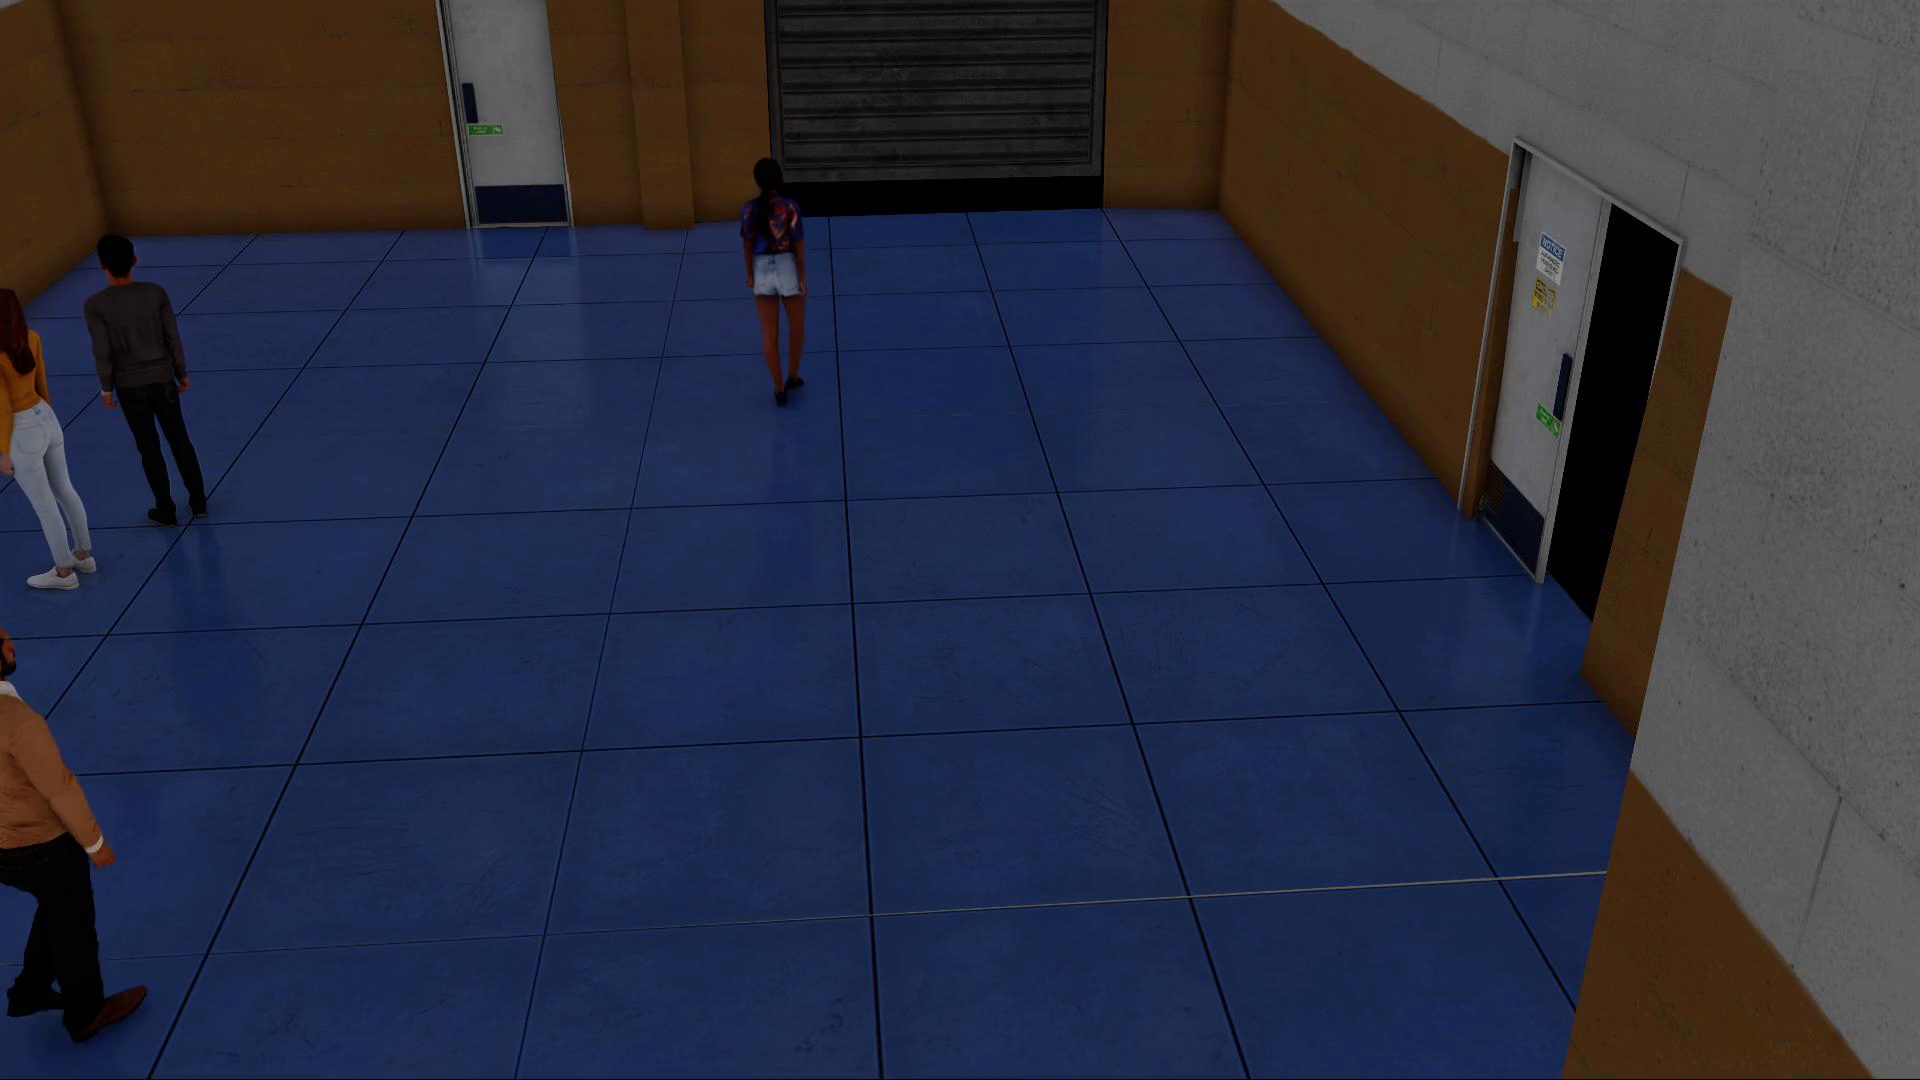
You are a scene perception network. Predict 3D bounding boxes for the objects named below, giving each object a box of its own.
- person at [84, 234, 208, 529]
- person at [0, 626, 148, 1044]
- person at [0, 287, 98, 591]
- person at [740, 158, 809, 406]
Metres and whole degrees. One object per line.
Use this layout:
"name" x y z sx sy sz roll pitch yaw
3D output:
"person" -4.798 -0.924 9.793 0.682 1.766 0.774 3 27 5
"person" -3.318 1.090 5.839 0.787 1.745 0.862 15 31 27
"person" -5.067 -0.559 9.092 0.637 1.751 0.633 4 27 8
"person" -1.276 -1.745 11.452 0.587 1.732 0.703 1 27 2
